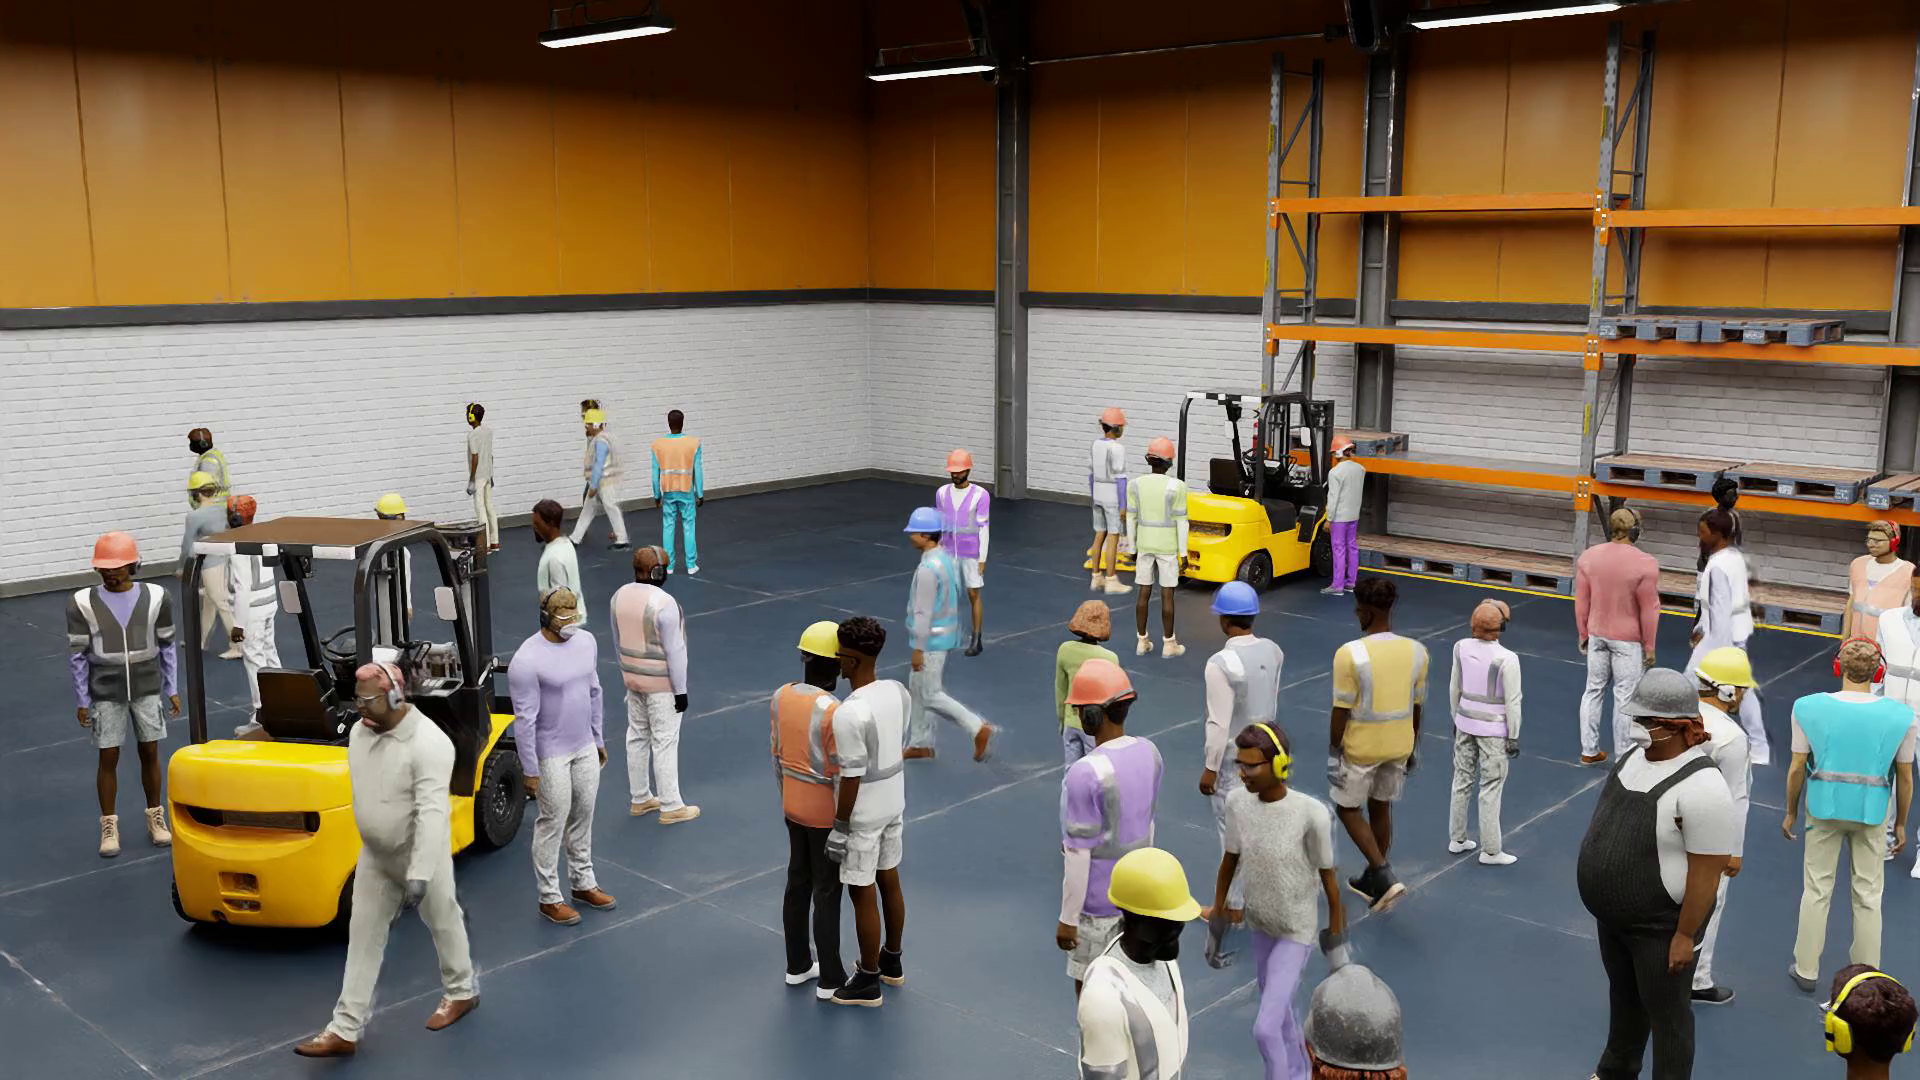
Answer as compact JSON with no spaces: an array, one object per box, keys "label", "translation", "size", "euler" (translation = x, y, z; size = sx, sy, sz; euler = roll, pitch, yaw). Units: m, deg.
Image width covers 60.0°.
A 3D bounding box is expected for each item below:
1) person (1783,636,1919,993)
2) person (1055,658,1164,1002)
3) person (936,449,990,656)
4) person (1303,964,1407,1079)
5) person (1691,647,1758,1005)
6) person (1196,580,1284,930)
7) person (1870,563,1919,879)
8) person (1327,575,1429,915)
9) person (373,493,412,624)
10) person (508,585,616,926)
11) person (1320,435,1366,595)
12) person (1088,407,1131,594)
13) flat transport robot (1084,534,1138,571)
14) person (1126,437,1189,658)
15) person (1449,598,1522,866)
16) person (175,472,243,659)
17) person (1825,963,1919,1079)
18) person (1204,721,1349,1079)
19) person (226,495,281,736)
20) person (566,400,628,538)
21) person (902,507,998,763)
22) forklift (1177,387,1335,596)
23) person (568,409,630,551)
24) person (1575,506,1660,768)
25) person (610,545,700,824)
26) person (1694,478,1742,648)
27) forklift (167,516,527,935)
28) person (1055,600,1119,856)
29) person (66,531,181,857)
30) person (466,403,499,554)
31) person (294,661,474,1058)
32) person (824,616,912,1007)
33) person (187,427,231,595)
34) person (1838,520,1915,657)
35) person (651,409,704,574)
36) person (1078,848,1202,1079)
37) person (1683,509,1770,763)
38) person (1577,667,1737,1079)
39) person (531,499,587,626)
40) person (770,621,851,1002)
[{"label":"person","translation":[4.446,1.395,8.350],"size":[0.563,1.847,0.390],"euler":[4,11,24]},{"label":"person","translation":[0.614,1.512,7.188],"size":[0.410,2.028,0.617],"euler":[8,13,37]},{"label":"person","translation":[0.009,0.116,15.401],"size":[0.543,1.931,0.387],"euler":[4,11,24]},{"label":"person","translation":[0.943,2.030,4.187],"size":[0.689,2.000,0.539],"euler":[-1,10,-8]},{"label":"person","translation":[3.720,1.420,8.308],"size":[0.403,1.817,0.601],"euler":[-2,10,-11]},{"label":"person","translation":[1.542,1.188,9.244],"size":[0.605,1.949,0.401],"euler":[-10,14,-44]},{"label":"person","translation":[5.773,1.067,10.014],"size":[0.377,1.917,0.600],"euler":[-8,13,-37]},{"label":"person","translation":[2.360,1.164,9.383],"size":[0.621,1.946,0.612],"euler":[-3,11,-18]},{"label":"person","translation":[-4.649,0.494,13.714],"size":[0.310,1.769,0.525],"euler":[-8,13,-38]},{"label":"person","translation":[-2.228,1.190,9.304],"size":[0.382,1.928,0.640],"euler":[5,11,28]},{"label":"person","translation":[4.158,-0.274,18.139],"size":[0.563,1.744,0.337],"euler":[-8,13,-40]},{"label":"person","translation":[1.657,-0.433,18.203],"size":[0.390,2.040,0.614],"euler":[-6,11,-29]},{"label":"flat transport robot","translation":[1.975,0.144,19.961],"size":[0.652,0.197,1.431],"euler":[3,10,18]},{"label":"person","translation":[1.834,0.067,15.351],"size":[0.605,2.045,0.381],"euler":[6,12,30]},{"label":"person","translation":[3.215,1.172,10.198],"size":[0.306,1.645,0.523],"euler":[-6,12,-31]},{"label":"person","translation":[-6.955,0.239,15.257],"size":[0.853,1.725,0.522],"euler":[2,10,12]},{"label":"person","translation":[2.404,2.063,4.526],"size":[0.510,1.861,0.324],"euler":[-2,10,-10]},{"label":"person","translation":[1.271,1.650,6.905],"size":[0.692,1.835,0.539],"euler":[-8,13,-39]},{"label":"person","translation":[-5.481,0.579,12.895],"size":[0.337,1.882,0.585],"euler":[0,10,1]},{"label":"person","translation":[-4.717,-0.894,21.546],"size":[0.812,1.837,0.551],"euler":[-3,10,-18]},{"label":"person","translation":[-0.130,0.712,12.029],"size":[0.738,1.923,0.614],"euler":[1,10,6]},{"label":"forklift","translation":[3.298,-0.608,18.767],"size":[1.214,2.155,2.313],"euler":[9,13,42]},{"label":"person","translation":[-4.544,-0.722,20.568],"size":[0.912,1.781,0.623],"euler":[-3,10,-18]},{"label":"person","translation":[4.715,0.717,11.953],"size":[0.374,1.941,0.627],"euler":[-7,12,-35]},{"label":"person","translation":[-2.003,0.944,10.946],"size":[0.627,1.843,0.429],"euler":[8,13,39]},{"label":"person","translation":[6.905,0.276,15.142],"size":[0.536,1.700,0.318],"euler":[-7,12,-36]},{"label":"forklift","translation":[-3.583,0.976,9.748],"size":[1.214,2.155,2.313],"euler":[2,10,11]},{"label":"person","translation":[0.797,1.171,10.235],"size":[0.285,1.632,0.499],"euler":[-9,13,-41]},{"label":"person","translation":[-5.190,0.944,10.375],"size":[0.609,2.040,0.394],"euler":[-6,12,-33]},{"label":"person","translation":[-5.933,-0.759,20.556],"size":[0.309,1.868,0.535],"euler":[2,10,13]},{"label":"person","translation":[-2.665,1.489,7.764],"size":[0.660,1.855,0.966],"euler":[5,11,26]},{"label":"person","translation":[-0.470,1.343,8.305],"size":[0.367,1.967,0.600],"euler":[5,11,26]},{"label":"person","translation":[-8.194,-0.322,18.176],"size":[0.430,1.833,0.635],"euler":[-3,10,-18]},{"label":"person","translation":[6.620,0.760,11.973],"size":[0.373,1.843,0.570],"euler":[-4,11,-22]},{"label":"person","translation":[-3.268,-0.552,19.271],"size":[0.587,1.911,0.397],"euler":[0,10,0]},{"label":"person","translation":[0.570,1.894,5.284],"size":[0.375,1.925,0.595],"euler":[4,11,23]},{"label":"person","translation":[5.545,0.699,12.258],"size":[0.985,1.863,0.600],"euler":[7,12,36]},{"label":"person","translation":[2.883,1.531,7.030],"size":[0.538,2.000,0.684],"euler":[-2,10,-9]},{"label":"person","translation":[-3.005,0.637,12.486],"size":[0.407,1.917,0.609],"euler":[-2,10,-11]},{"label":"person","translation":[-0.703,1.355,8.381],"size":[0.382,1.917,0.585],"euler":[-9,13,-41]}]
